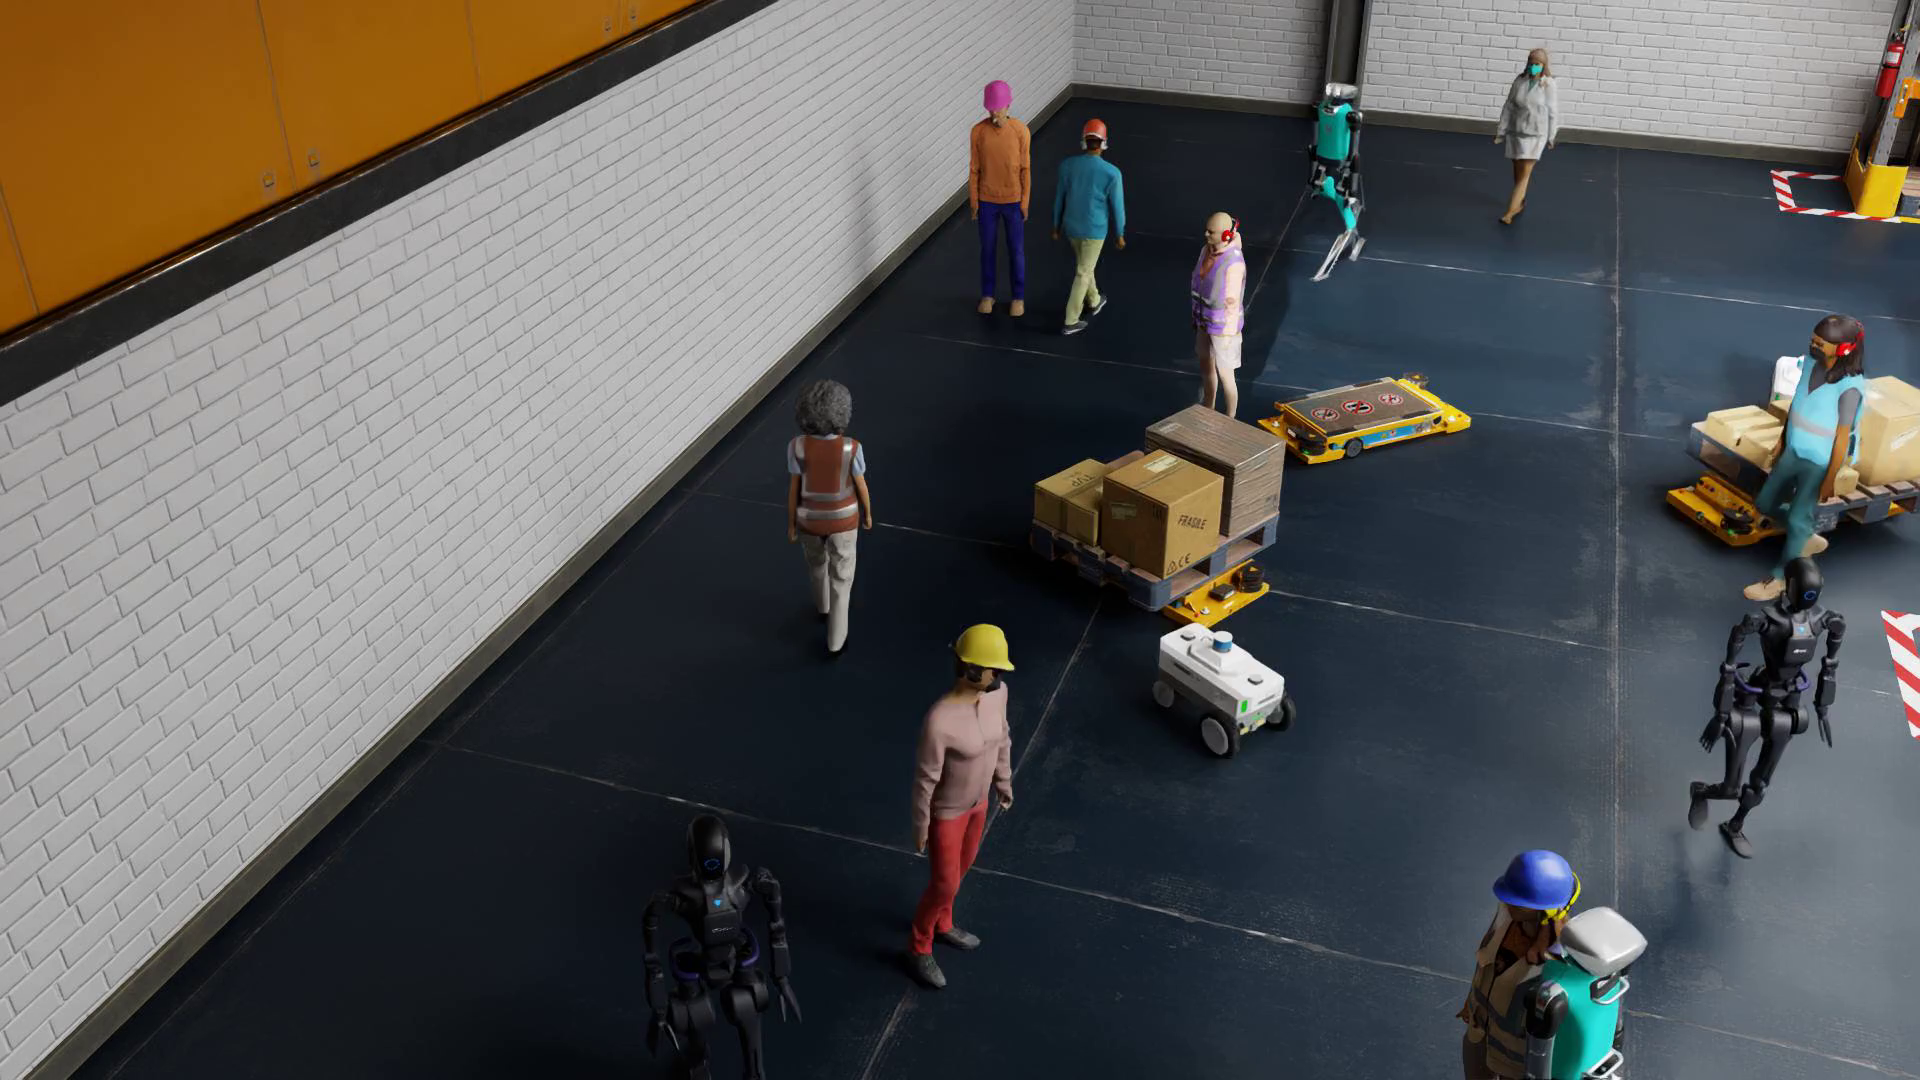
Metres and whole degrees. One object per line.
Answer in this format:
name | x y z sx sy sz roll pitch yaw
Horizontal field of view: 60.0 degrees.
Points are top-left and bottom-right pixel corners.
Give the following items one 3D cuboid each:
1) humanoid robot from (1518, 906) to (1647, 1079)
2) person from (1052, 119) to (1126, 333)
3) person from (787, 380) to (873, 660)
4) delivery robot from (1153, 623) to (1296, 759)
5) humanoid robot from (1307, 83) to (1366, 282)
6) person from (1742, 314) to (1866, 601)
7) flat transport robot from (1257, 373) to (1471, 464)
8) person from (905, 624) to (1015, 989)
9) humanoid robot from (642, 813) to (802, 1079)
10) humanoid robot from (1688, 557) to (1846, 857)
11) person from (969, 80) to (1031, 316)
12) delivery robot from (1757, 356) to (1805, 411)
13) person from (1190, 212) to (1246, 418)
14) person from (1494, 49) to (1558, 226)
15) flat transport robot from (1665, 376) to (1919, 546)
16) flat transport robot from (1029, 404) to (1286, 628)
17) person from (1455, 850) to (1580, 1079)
humanoid robot | 2.197 2.061 5.636 0.532 1.745 0.698 -22 37 -33
person | 1.090 -2.579 13.585 0.602 1.695 0.814 19 35 29
person | -0.735 -0.168 9.529 0.459 1.662 0.715 3 31 5
delivery robot | 1.419 0.784 9.018 0.499 0.603 0.794 -21 36 -31
humanoid robot | 3.464 -3.196 14.623 0.950 1.765 0.543 -23 38 -34
person | 5.098 -0.492 9.899 0.519 1.849 0.595 -7 31 -12
flat transport robot | 2.953 -0.890 12.140 1.431 0.231 0.659 -13 33 -21
person | 0.002 1.136 7.251 0.382 1.732 0.564 21 36 31
humanoid robot | -0.933 1.702 6.390 0.599 1.628 0.784 -11 32 -18
humanoid robot | 3.842 0.782 7.905 0.596 1.650 0.397 -1 30 -2
person | 0.323 -2.823 13.754 0.517 1.973 0.401 5 31 8
delivery robot | 6.094 -1.054 12.116 0.499 0.575 0.759 13 33 21
person | 1.820 -1.514 11.805 0.353 1.685 0.486 -14 33 -22
person | 5.312 -3.804 15.743 0.522 1.615 0.849 24 38 35
flat transport robot | 5.540 -0.291 11.121 1.431 0.231 0.659 -10 32 -16
flat transport robot | 1.174 0.110 10.438 0.659 0.231 1.431 -26 39 -37
person | 1.969 1.826 6.029 0.321 1.775 0.480 -8 31 -14
